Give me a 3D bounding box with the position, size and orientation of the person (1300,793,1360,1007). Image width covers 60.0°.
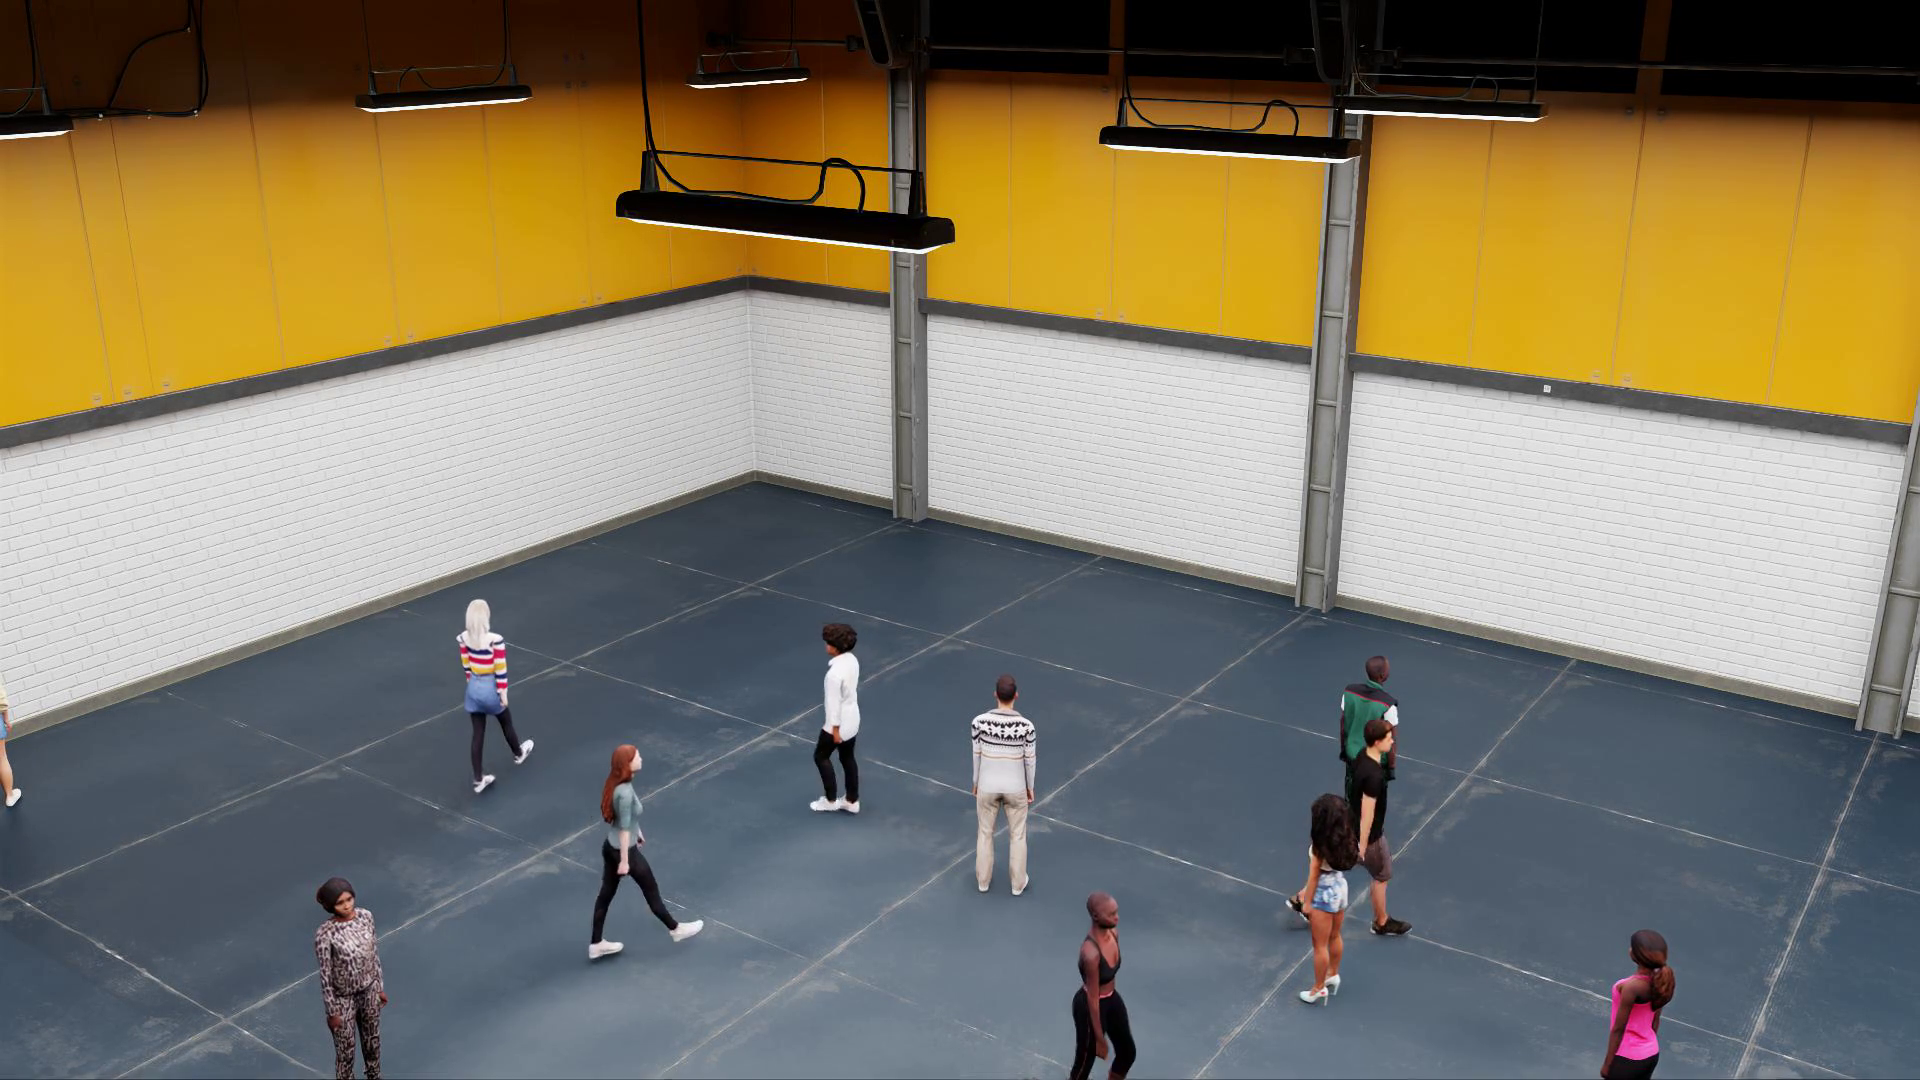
[{"bbox_3d":[2.634,2.575,11.937,0.569,1.619,0.554,14,23,35],"label":"person"}]

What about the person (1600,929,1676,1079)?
[{"bbox_3d":[4.088,3.140,10.093,0.629,1.724,0.657,-11,21,-29],"label":"person"}]

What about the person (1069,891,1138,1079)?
[{"bbox_3d":[0.780,2.977,10.549,0.731,1.742,0.656,10,21,27],"label":"person"}]

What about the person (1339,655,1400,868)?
[{"bbox_3d":[3.391,1.818,13.840,0.802,1.838,0.617,-16,24,-39],"label":"person"}]

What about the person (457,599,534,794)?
[{"bbox_3d":[-4.358,1.435,15.085,1.089,1.770,0.931,6,20,18],"label":"person"}]

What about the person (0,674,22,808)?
[{"bbox_3d":[-8.700,1.615,14.767,0.729,1.631,0.732,-8,20,-23],"label":"person"}]

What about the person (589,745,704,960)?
[{"bbox_3d":[-2.594,2.369,12.429,1.035,1.695,1.113,-7,20,-21],"label":"person"}]

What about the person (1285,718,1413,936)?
[{"bbox_3d":[2.984,2.197,12.723,1.282,1.833,1.114,0,19,-1],"label":"person"}]

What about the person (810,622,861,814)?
[{"bbox_3d":[-0.981,1.578,14.615,0.718,1.798,0.699,8,20,23],"label":"person"}]

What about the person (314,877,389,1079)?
[{"bbox_3d":[-3.903,2.943,10.693,0.570,1.714,0.580,14,23,36],"label":"person"}]

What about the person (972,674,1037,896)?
[{"bbox_3d":[0.337,1.975,13.356,0.696,1.848,0.817,2,19,5],"label":"person"}]
